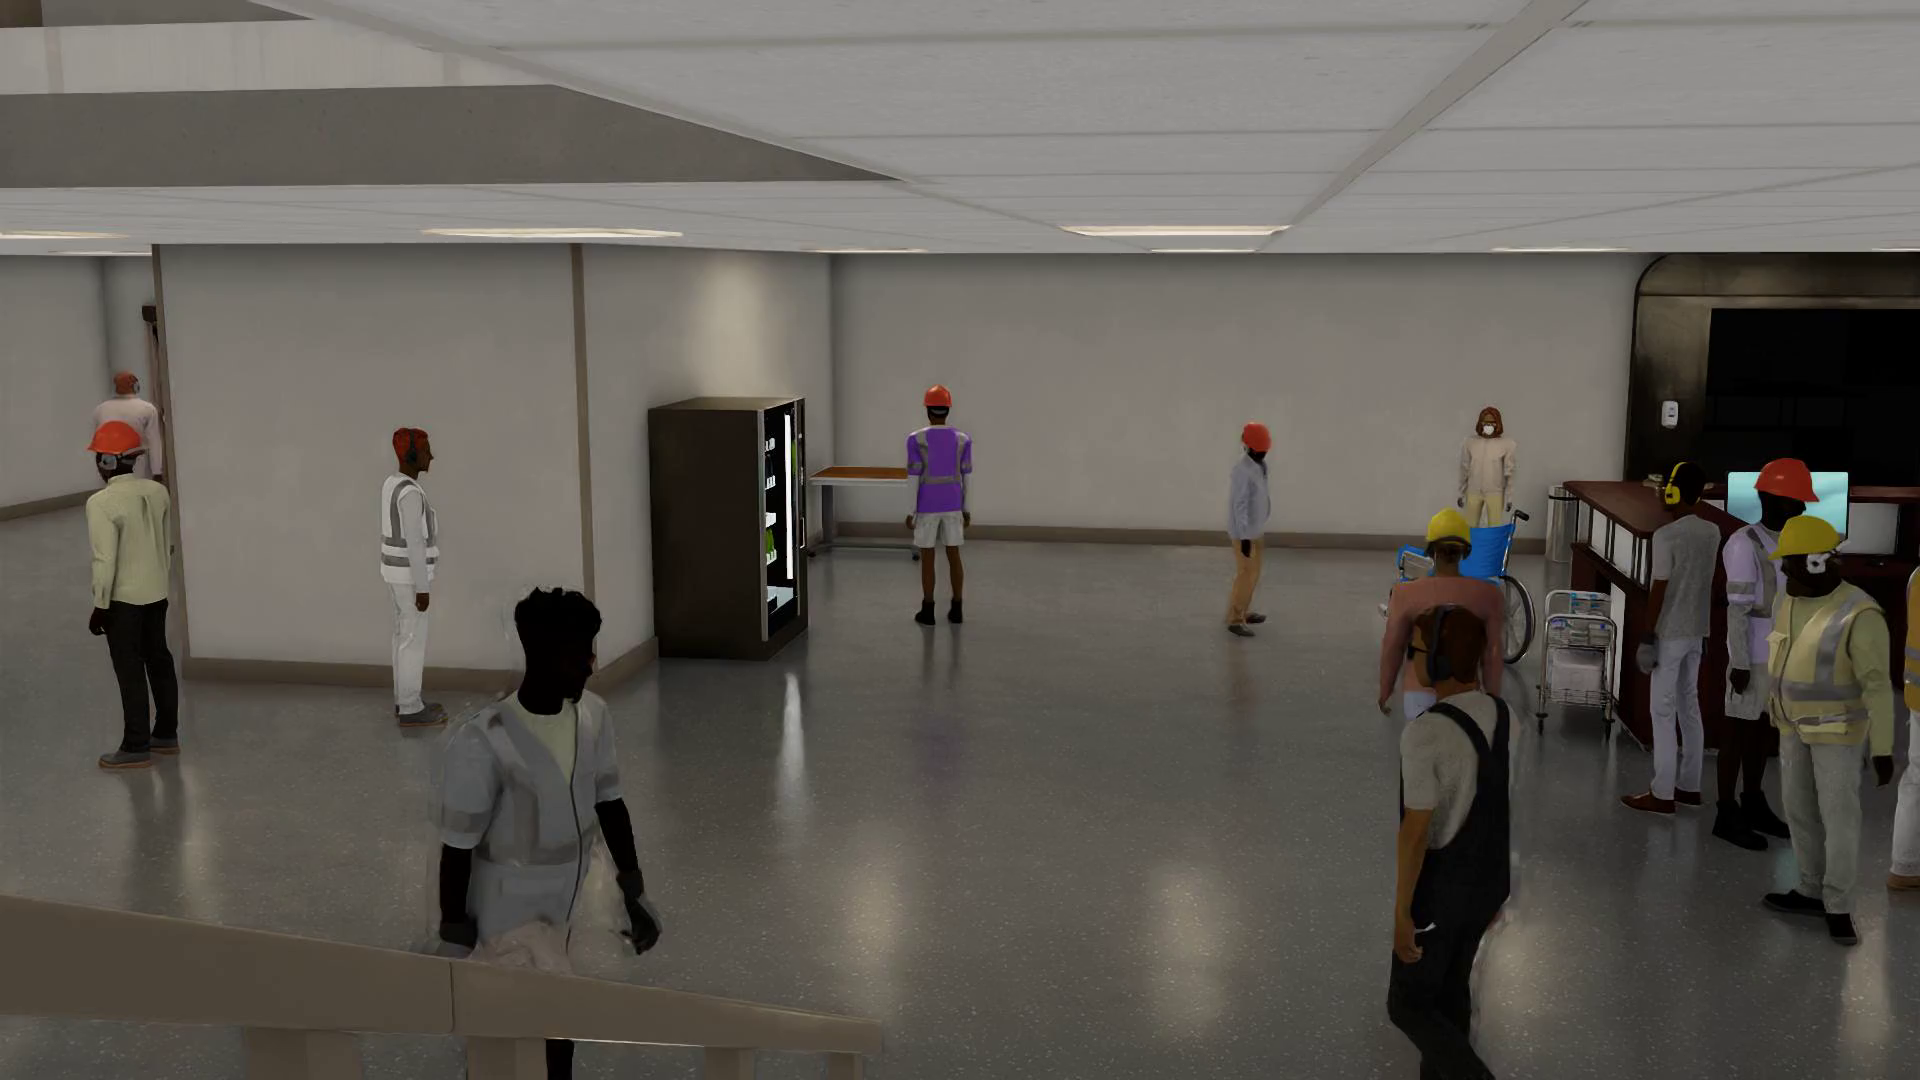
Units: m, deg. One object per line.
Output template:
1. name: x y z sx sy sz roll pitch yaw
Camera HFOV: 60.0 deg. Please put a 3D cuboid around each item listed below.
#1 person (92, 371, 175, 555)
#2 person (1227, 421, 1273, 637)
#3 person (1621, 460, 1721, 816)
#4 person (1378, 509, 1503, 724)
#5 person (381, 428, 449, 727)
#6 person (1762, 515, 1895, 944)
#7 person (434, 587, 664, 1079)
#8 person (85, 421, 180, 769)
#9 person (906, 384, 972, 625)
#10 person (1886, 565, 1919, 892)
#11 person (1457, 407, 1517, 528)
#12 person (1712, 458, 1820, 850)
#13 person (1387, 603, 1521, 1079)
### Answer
1. person: -8.038 -0.707 16.211 0.666 1.866 0.896 0 9 -3
2. person: 2.273 -0.092 12.949 0.408 1.703 0.687 4 10 26
3. person: 3.751 0.513 8.740 0.505 1.864 0.333 -6 11 -32
4. person: 2.284 0.704 7.971 0.543 1.711 0.895 0 9 3
5. person: -3.435 0.234 10.423 0.351 1.878 0.568 -5 11 -30
6. person: 3.695 0.803 7.123 0.413 1.810 0.704 -2 9 -13
7. person: -1.178 1.093 4.939 0.907 1.918 0.610 4 10 21
8. person: -4.765 0.311 9.557 0.375 1.997 0.612 2 9 10
9. person: -0.179 -0.282 13.400 0.551 1.935 0.372 -3 10 -18
10. person: 4.420 0.752 7.362 0.429 1.837 0.629 1 9 4
11. person: 4.770 -0.396 15.082 0.504 1.627 0.285 5 11 30
12. person: 4.008 0.553 8.254 0.544 1.936 0.359 -6 11 -35
13. person: 1.574 1.110 5.146 0.516 1.828 0.627 -6 11 -35
